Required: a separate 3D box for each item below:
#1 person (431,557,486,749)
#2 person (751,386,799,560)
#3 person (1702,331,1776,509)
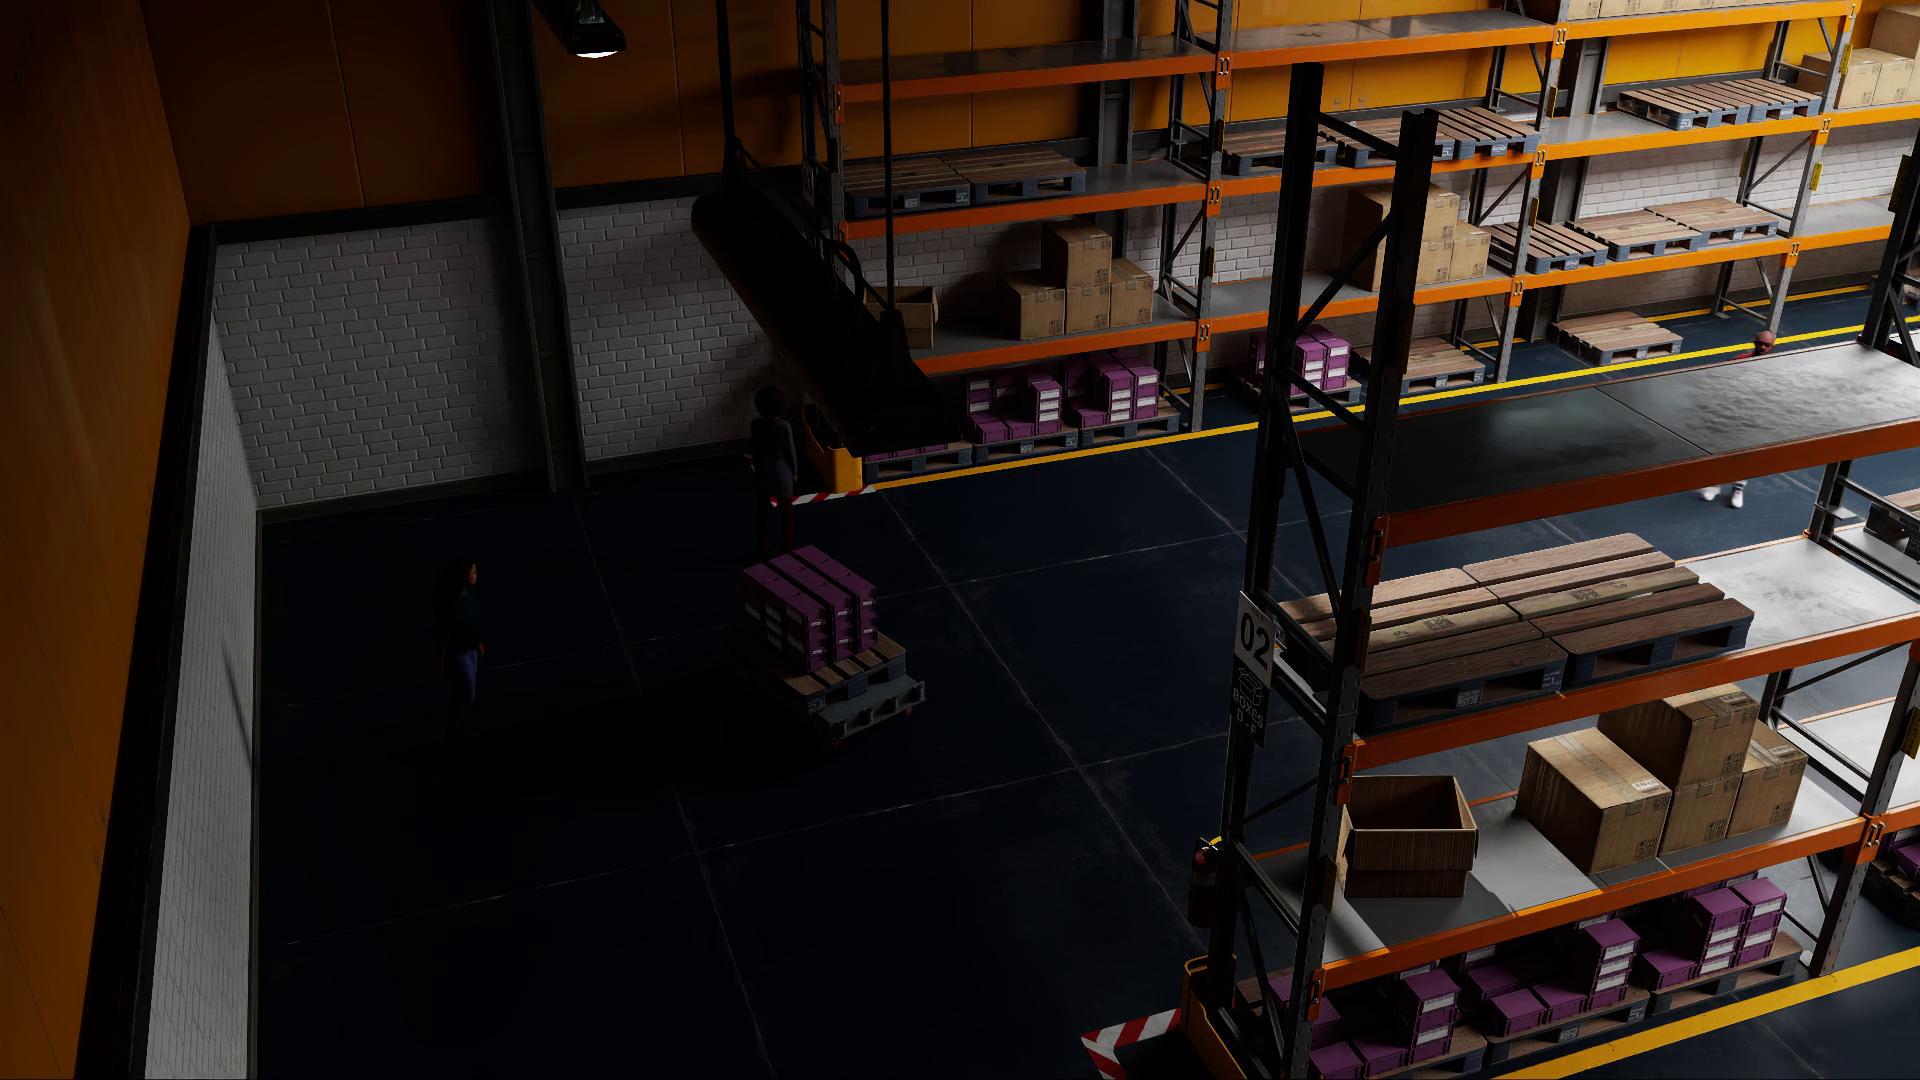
[{"bbox_3d":[-3.924,0.884,12.864,0.742,1.590,0.717,9,30,16],"label":"person"},{"bbox_3d":[-1.738,-0.611,15.485,0.634,1.705,0.722,7,29,12],"label":"person"},{"bbox_3d":[7.789,-1.234,16.506,0.755,1.821,0.784,18,33,29],"label":"person"}]
